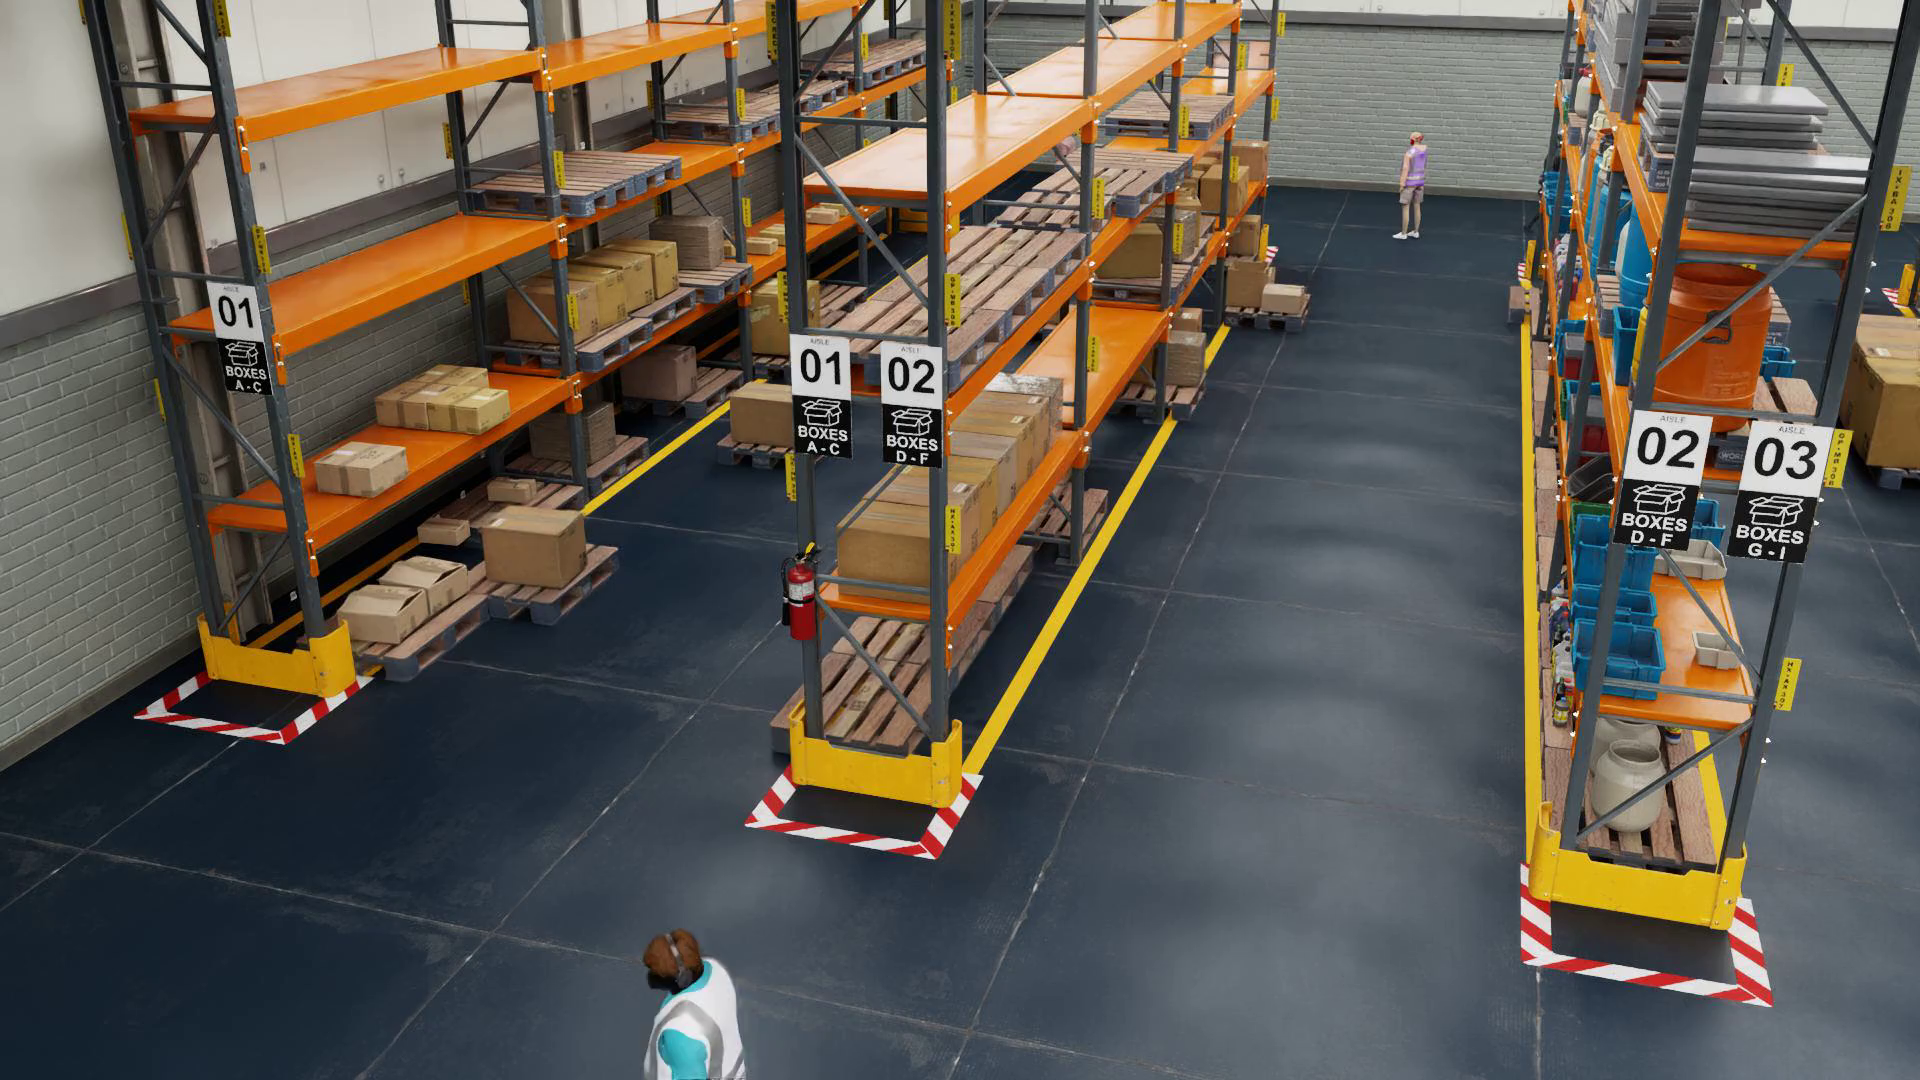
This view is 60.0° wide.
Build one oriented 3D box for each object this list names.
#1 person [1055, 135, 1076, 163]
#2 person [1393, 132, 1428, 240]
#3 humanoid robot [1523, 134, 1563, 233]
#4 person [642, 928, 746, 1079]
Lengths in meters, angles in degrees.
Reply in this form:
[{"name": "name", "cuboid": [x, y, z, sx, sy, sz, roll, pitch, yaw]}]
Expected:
[{"name": "person", "cuboid": [1.705, -5.920, 26.966, 0.335, 1.800, 0.518, 10, 25, 21]}, {"name": "person", "cuboid": [7.182, -5.622, 26.419, 0.491, 1.688, 0.348, -13, 27, -28]}, {"name": "humanoid robot", "cuboid": [9.465, -5.679, 26.637, 0.601, 1.631, 0.790, -19, 30, -37]}, {"name": "person", "cuboid": [-1.238, 2.491, 7.420, 0.630, 1.819, 0.655, 5, 24, 12]}]
